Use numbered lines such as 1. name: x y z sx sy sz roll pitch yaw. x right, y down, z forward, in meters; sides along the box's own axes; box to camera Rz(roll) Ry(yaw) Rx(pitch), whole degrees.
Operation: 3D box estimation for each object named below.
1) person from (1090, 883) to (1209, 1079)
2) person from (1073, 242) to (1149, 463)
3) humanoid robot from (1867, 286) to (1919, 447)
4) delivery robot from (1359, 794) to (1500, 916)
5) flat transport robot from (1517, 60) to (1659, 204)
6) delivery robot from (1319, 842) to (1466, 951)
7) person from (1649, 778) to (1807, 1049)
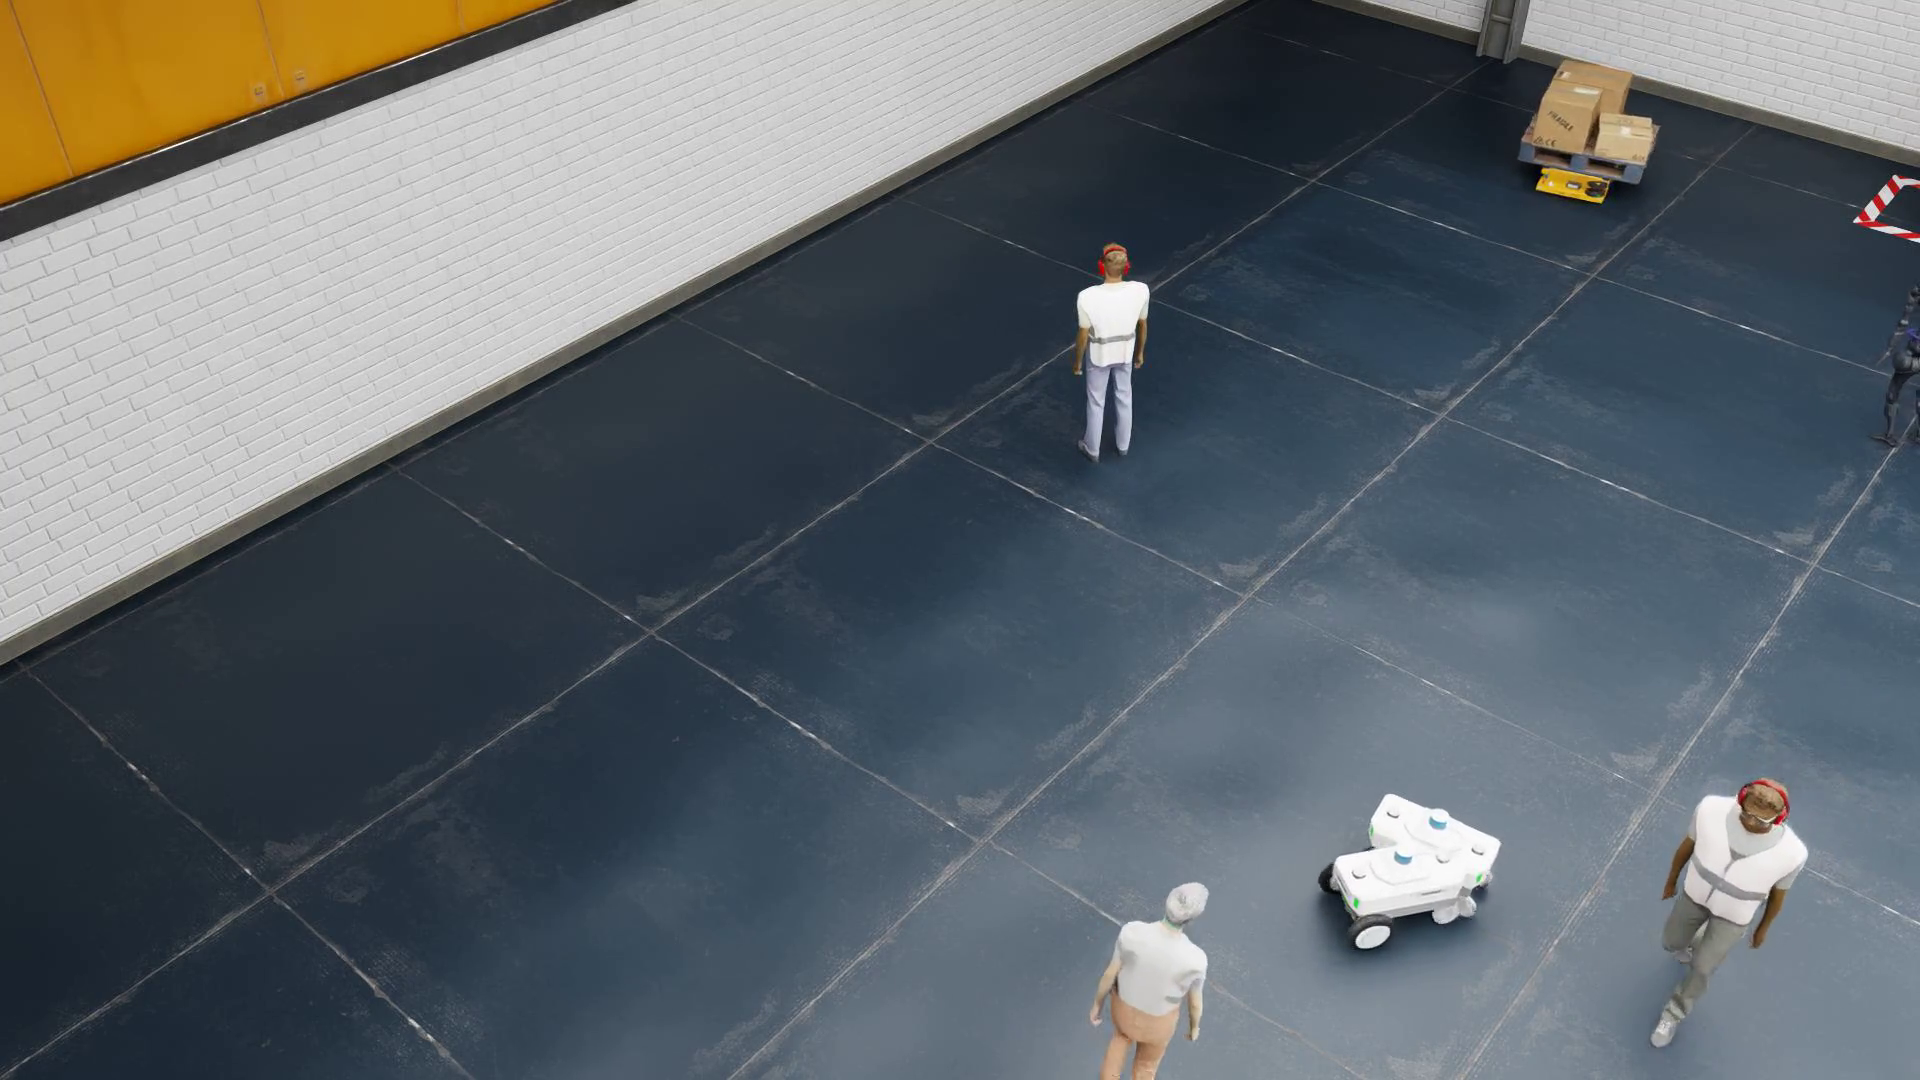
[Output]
1. person: 0.934 2.338 8.244 0.512 1.699 0.501 19 43 22
2. person: 1.154 -1.407 12.776 0.568 1.842 0.372 -9 40 -11
3. humanoid robot: 7.539 -1.484 13.016 0.603 1.641 0.392 -5 39 -7
4. delivery robot: 2.753 1.820 9.814 0.808 0.614 0.499 22 44 25
5. flat transport robot: 6.420 -3.890 17.115 0.659 0.231 1.431 18 42 20
6. delivery robot: 2.510 1.979 9.588 0.769 0.577 0.499 -8 40 -10
7. person: 3.993 1.874 8.721 0.561 1.827 0.696 31 48 33
